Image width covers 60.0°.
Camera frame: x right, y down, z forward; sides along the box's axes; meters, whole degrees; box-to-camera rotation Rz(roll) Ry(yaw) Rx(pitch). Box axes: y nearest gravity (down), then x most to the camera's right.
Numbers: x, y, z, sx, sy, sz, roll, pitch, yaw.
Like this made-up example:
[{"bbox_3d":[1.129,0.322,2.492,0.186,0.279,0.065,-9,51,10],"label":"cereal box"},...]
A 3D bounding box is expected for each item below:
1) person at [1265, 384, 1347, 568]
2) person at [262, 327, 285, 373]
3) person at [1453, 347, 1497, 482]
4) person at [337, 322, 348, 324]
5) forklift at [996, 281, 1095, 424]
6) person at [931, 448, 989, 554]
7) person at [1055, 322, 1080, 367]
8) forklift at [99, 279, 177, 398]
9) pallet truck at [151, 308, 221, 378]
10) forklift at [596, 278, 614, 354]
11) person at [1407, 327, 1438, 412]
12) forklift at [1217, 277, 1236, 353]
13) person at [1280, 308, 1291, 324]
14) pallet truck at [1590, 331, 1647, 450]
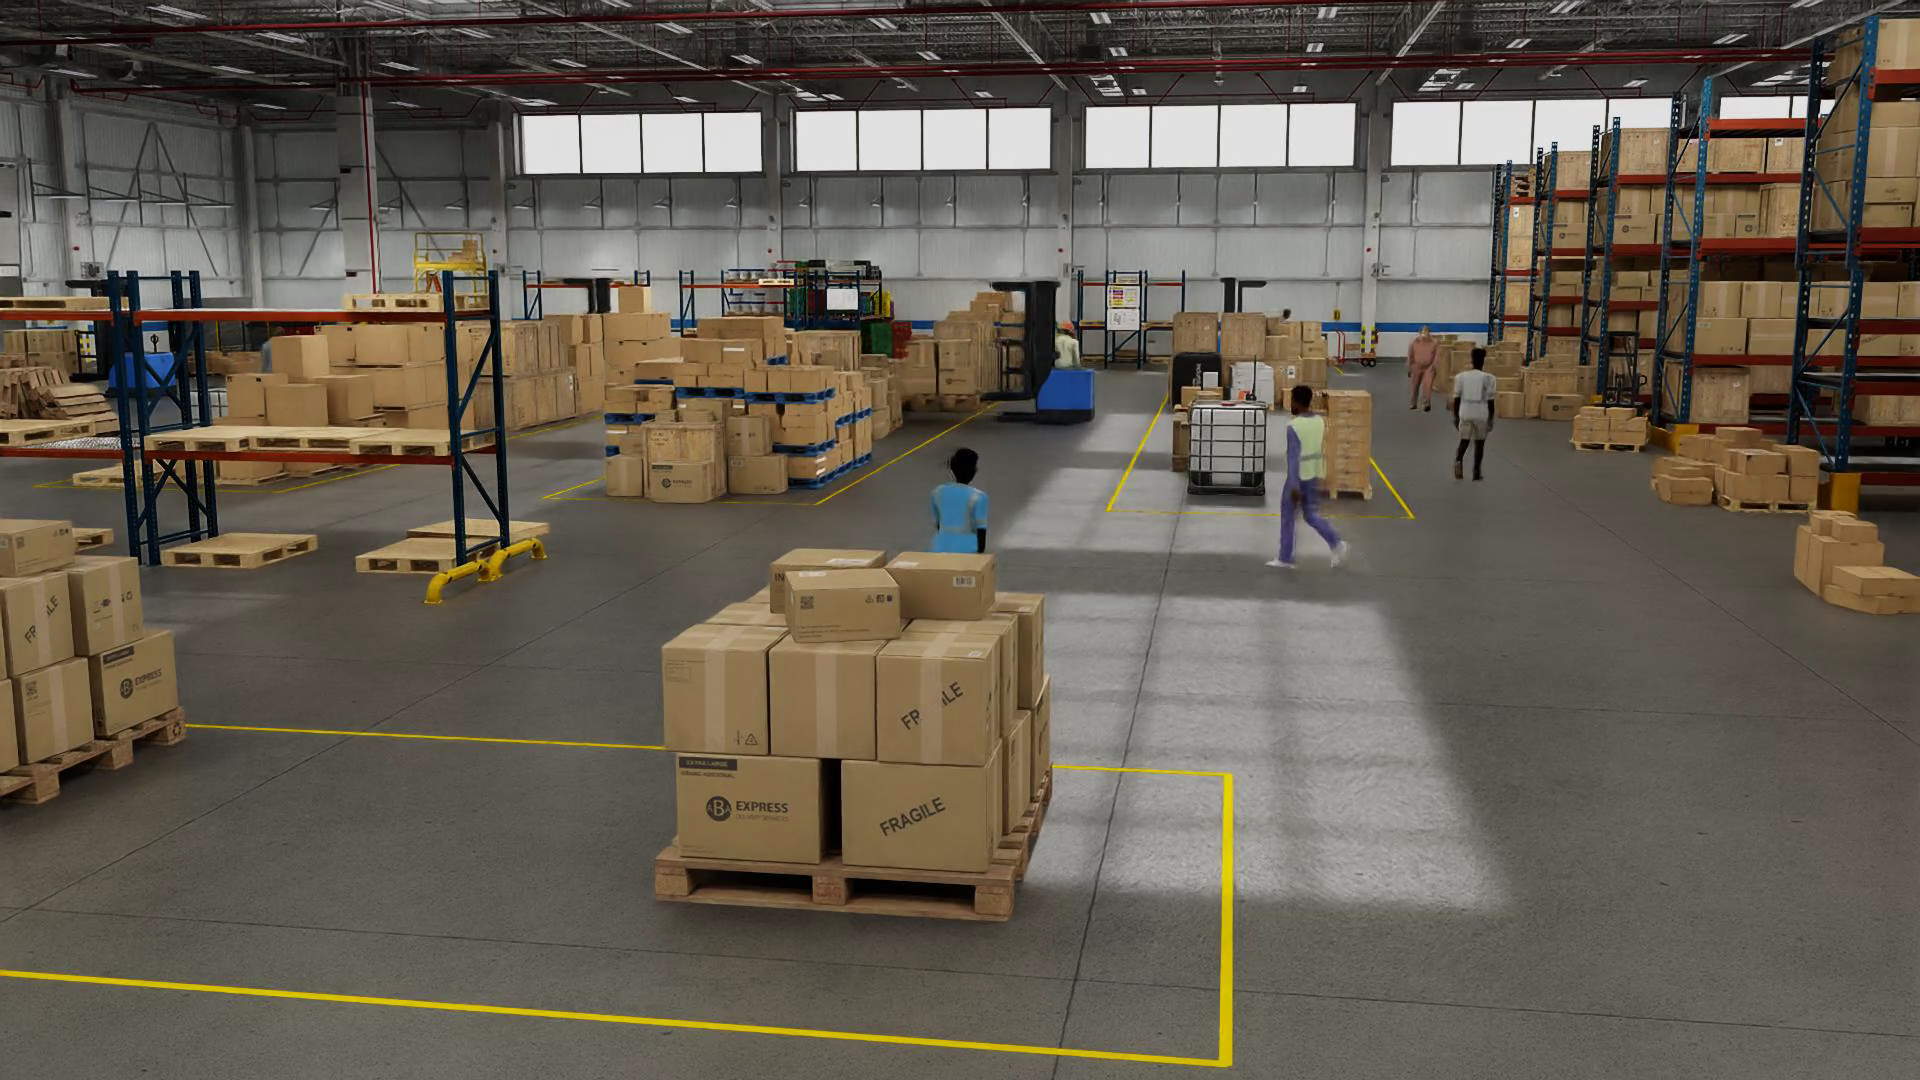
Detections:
[{"bbox_3d":[3.506,-0.626,16.802,0.597,1.901,0.795,-9,13,-43],"label":"person"},{"bbox_3d":[-13.722,-3.361,33.683,0.660,1.886,1.006,-1,9,-8],"label":"person"},{"bbox_3d":[7.323,-1.781,23.746,0.603,1.951,0.646,6,11,34],"label":"person"},{"bbox_3d":[-18.736,-6.172,50.901,0.629,1.932,0.379,2,9,11],"label":"person"},{"bbox_3d":[1.725,-3.739,32.974,1.873,2.768,1.129,1,9,9],"label":"forklift"},{"bbox_3d":[0.051,0.109,13.006,0.538,1.656,0.848,5,11,29],"label":"person"},{"bbox_3d":[2.251,-3.693,35.614,0.629,1.933,1.046,7,11,36],"label":"person"},{"bbox_3d":[-19.606,-4.720,39.027,1.873,2.768,1.129,1,9,9],"label":"forklift"},{"bbox_3d":[-21.869,-5.598,47.154,0.823,1.965,1.885,4,10,26],"label":"pallet truck"},{"bbox_3d":[-9.692,-5.768,45.485,1.873,2.768,1.129,-1,9,-6],"label":"forklift"},{"bbox_3d":[9.994,-3.682,35.950,0.657,1.801,1.125,2,9,12],"label":"person"},{"bbox_3d":[7.804,-6.235,48.366,1.873,2.768,1.129,1,9,9],"label":"forklift"},{"bbox_3d":[9.717,-6.023,50.082,0.959,1.908,0.640,3,10,19],"label":"person"},{"bbox_3d":[11.253,-2.573,28.499,0.823,1.965,1.885,5,10,27],"label":"pallet truck"}]
